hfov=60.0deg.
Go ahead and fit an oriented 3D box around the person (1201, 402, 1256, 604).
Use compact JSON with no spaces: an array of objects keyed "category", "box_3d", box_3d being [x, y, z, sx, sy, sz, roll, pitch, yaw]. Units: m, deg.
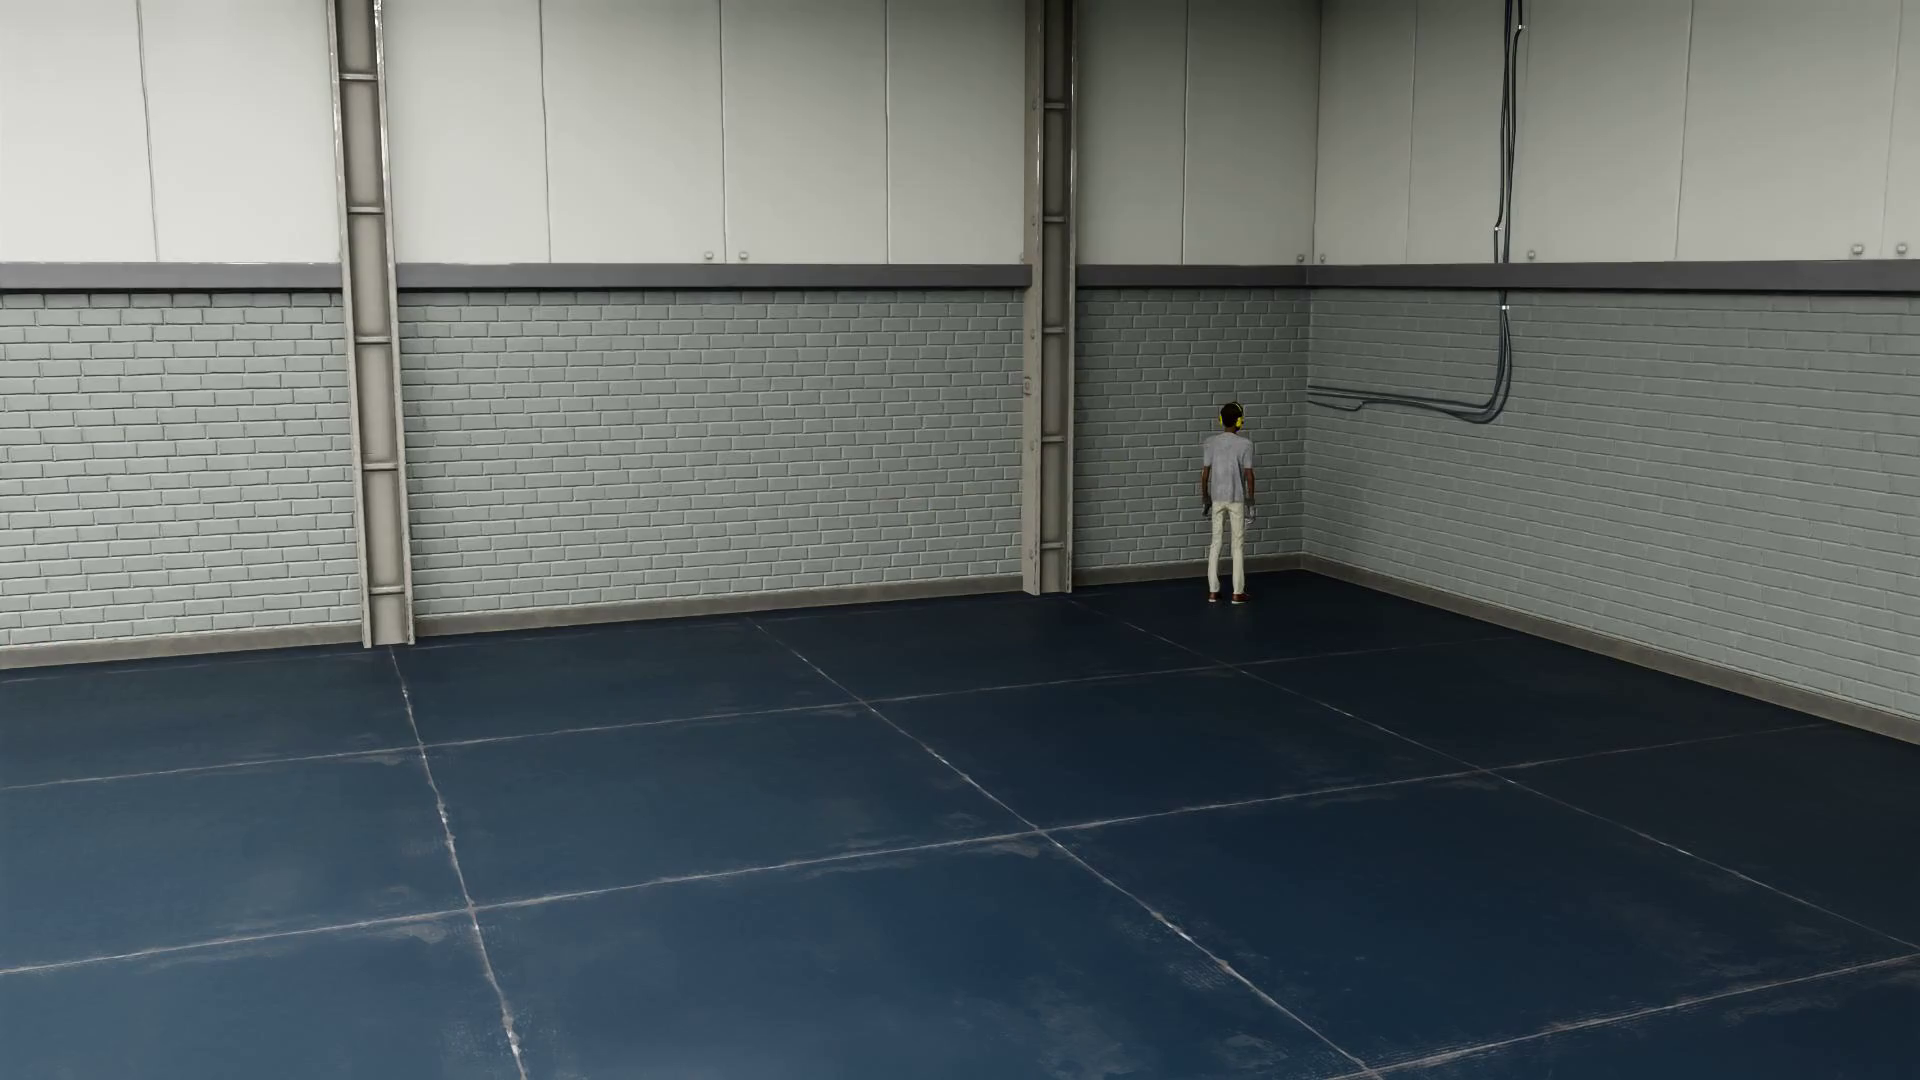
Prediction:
[{"category":"person","box_3d":[2.489,-0.344,15.414,0.534,1.868,0.309,5,10,28]}]
